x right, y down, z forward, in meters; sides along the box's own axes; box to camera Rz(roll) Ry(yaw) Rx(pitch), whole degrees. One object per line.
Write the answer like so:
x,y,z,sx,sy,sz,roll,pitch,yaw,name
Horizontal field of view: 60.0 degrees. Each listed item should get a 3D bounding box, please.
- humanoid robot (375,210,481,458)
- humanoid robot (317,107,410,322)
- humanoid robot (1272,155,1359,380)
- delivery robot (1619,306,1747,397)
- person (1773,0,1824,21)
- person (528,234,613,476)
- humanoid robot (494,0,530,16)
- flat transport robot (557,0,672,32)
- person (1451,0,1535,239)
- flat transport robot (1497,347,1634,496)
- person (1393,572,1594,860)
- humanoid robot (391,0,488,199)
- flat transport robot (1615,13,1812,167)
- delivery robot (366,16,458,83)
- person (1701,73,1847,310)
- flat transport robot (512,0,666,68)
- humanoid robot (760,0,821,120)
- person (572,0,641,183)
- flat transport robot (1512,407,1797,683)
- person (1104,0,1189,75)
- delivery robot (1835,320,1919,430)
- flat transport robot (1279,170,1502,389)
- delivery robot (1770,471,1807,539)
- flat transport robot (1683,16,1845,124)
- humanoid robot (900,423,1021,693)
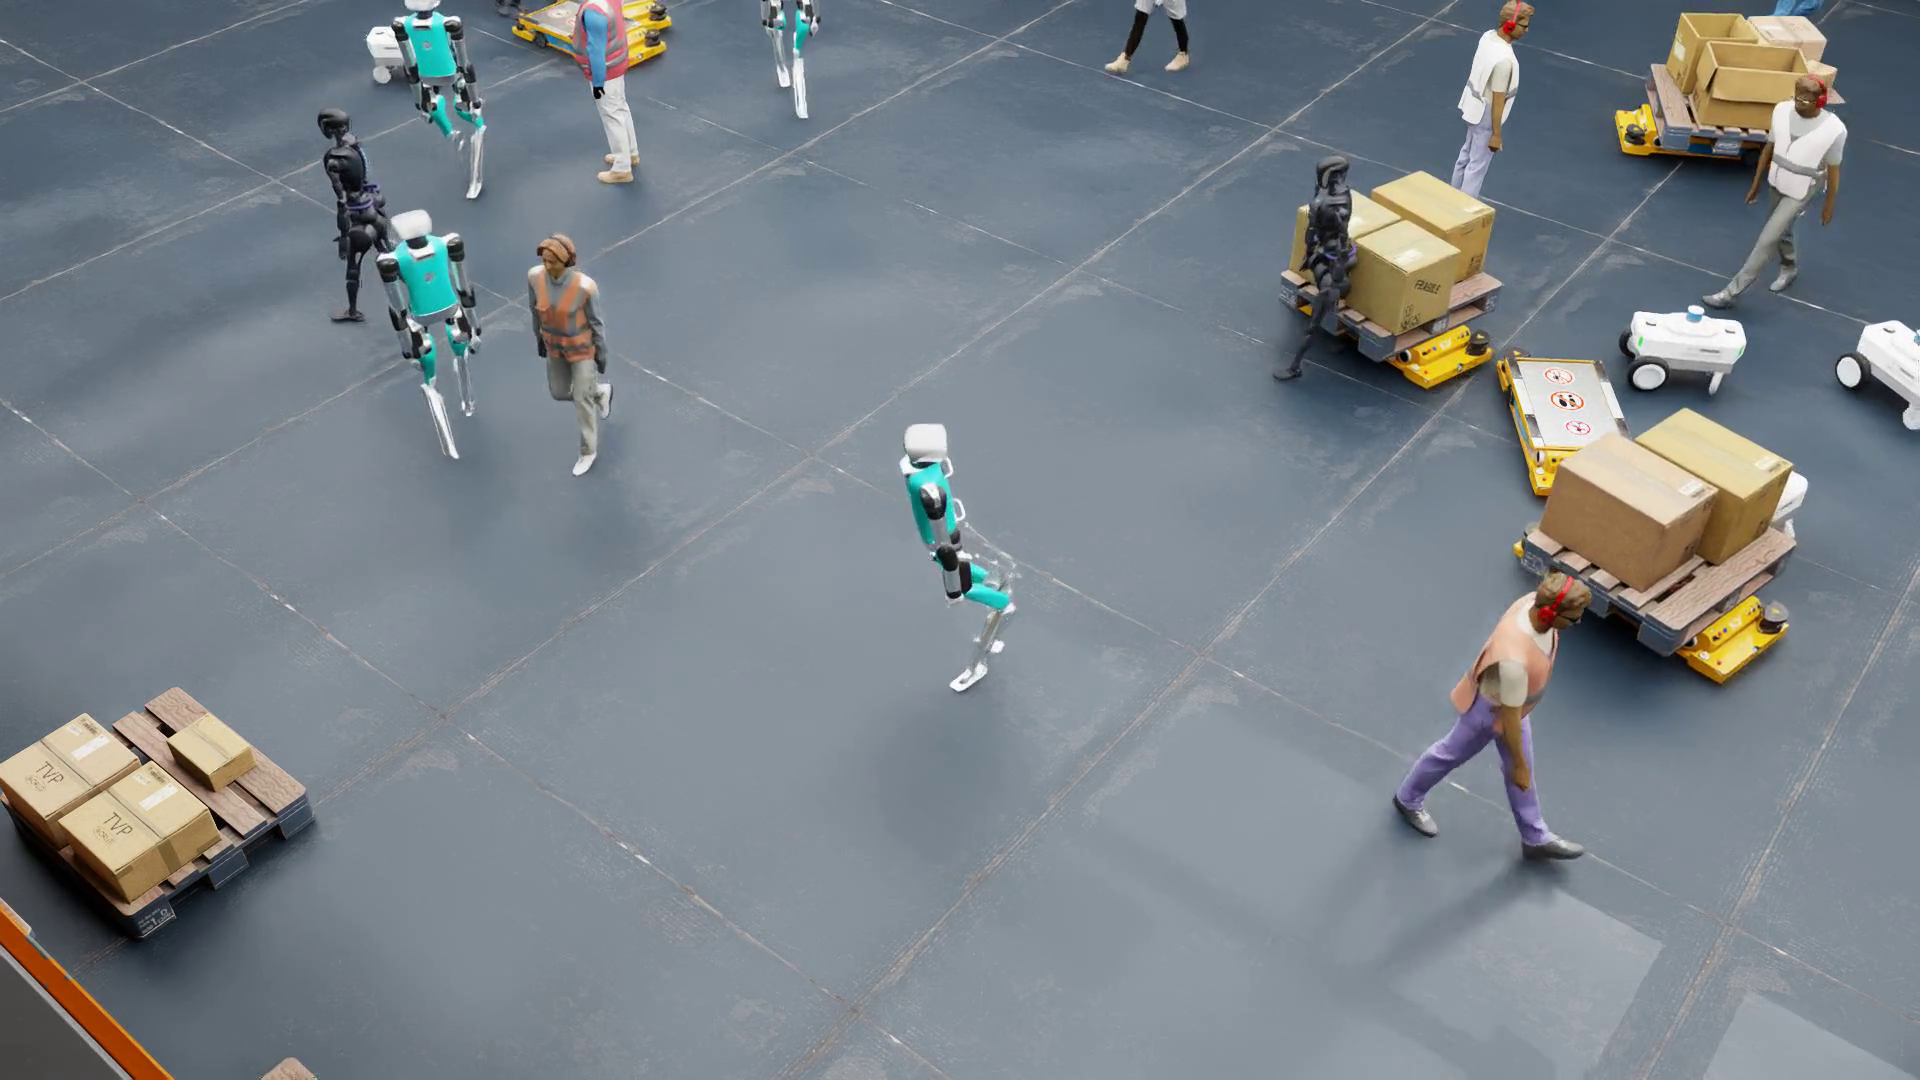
-3.389,-1.381,10.622,0.531,1.805,0.825,-22,45,-24,humanoid robot
-4.208,-2.284,11.713,0.774,1.633,0.587,1,40,1,humanoid robot
2.511,-1.861,11.222,0.732,1.628,0.591,-9,41,-10,humanoid robot
4.934,-1.320,11.425,0.785,0.614,0.520,7,41,8,delivery robot
7.666,-5.213,15.105,0.521,1.701,0.369,-6,41,-7,person
-2.415,-1.223,10.464,0.527,1.618,0.590,17,43,19,person
-4.382,-5.877,15.901,0.585,1.655,0.346,-32,50,-32,humanoid robot
-3.450,-5.275,16.283,0.659,0.231,1.431,-24,46,-26,flat transport robot
3.982,-3.191,12.621,0.389,1.836,0.563,0,40,0,person
4.017,-0.785,11.001,0.659,0.231,1.431,3,40,3,flat transport robot
2.621,0.861,7.890,0.972,1.779,0.603,25,46,26,person
-3.989,-3.482,13.125,0.541,1.906,0.714,1,40,1,humanoid robot
6.360,-3.448,14.134,1.431,0.231,0.659,7,41,8,flat transport robot
-4.949,-4.447,15.100,0.797,0.608,0.499,0,40,0,delivery robot
5.915,-2.482,11.832,0.944,1.786,0.592,-14,42,-16,person
-3.516,-4.778,15.699,1.431,0.231,0.659,27,47,28,flat transport robot
-1.493,-4.630,14.440,0.539,1.779,1.048,-8,41,-10,humanoid robot
-2.857,-3.778,13.322,0.430,1.833,0.626,0,40,0,person
4.048,0.251,9.783,0.659,0.231,1.431,-27,47,-28,flat transport robot
1.749,-4.921,14.800,0.872,1.644,0.541,-23,45,-25,person
6.384,-1.163,11.240,0.499,0.614,0.790,-12,42,-14,delivery robot
3.060,-1.591,11.949,0.659,0.231,1.431,-24,46,-26,flat transport robot
4.741,-0.160,10.059,0.785,0.613,0.514,-25,47,-27,delivery robot
6.884,-3.782,14.528,1.431,0.231,0.659,0,40,0,flat transport robot
0.104,0.092,8.846,0.820,1.783,0.577,-8,41,-10,humanoid robot
